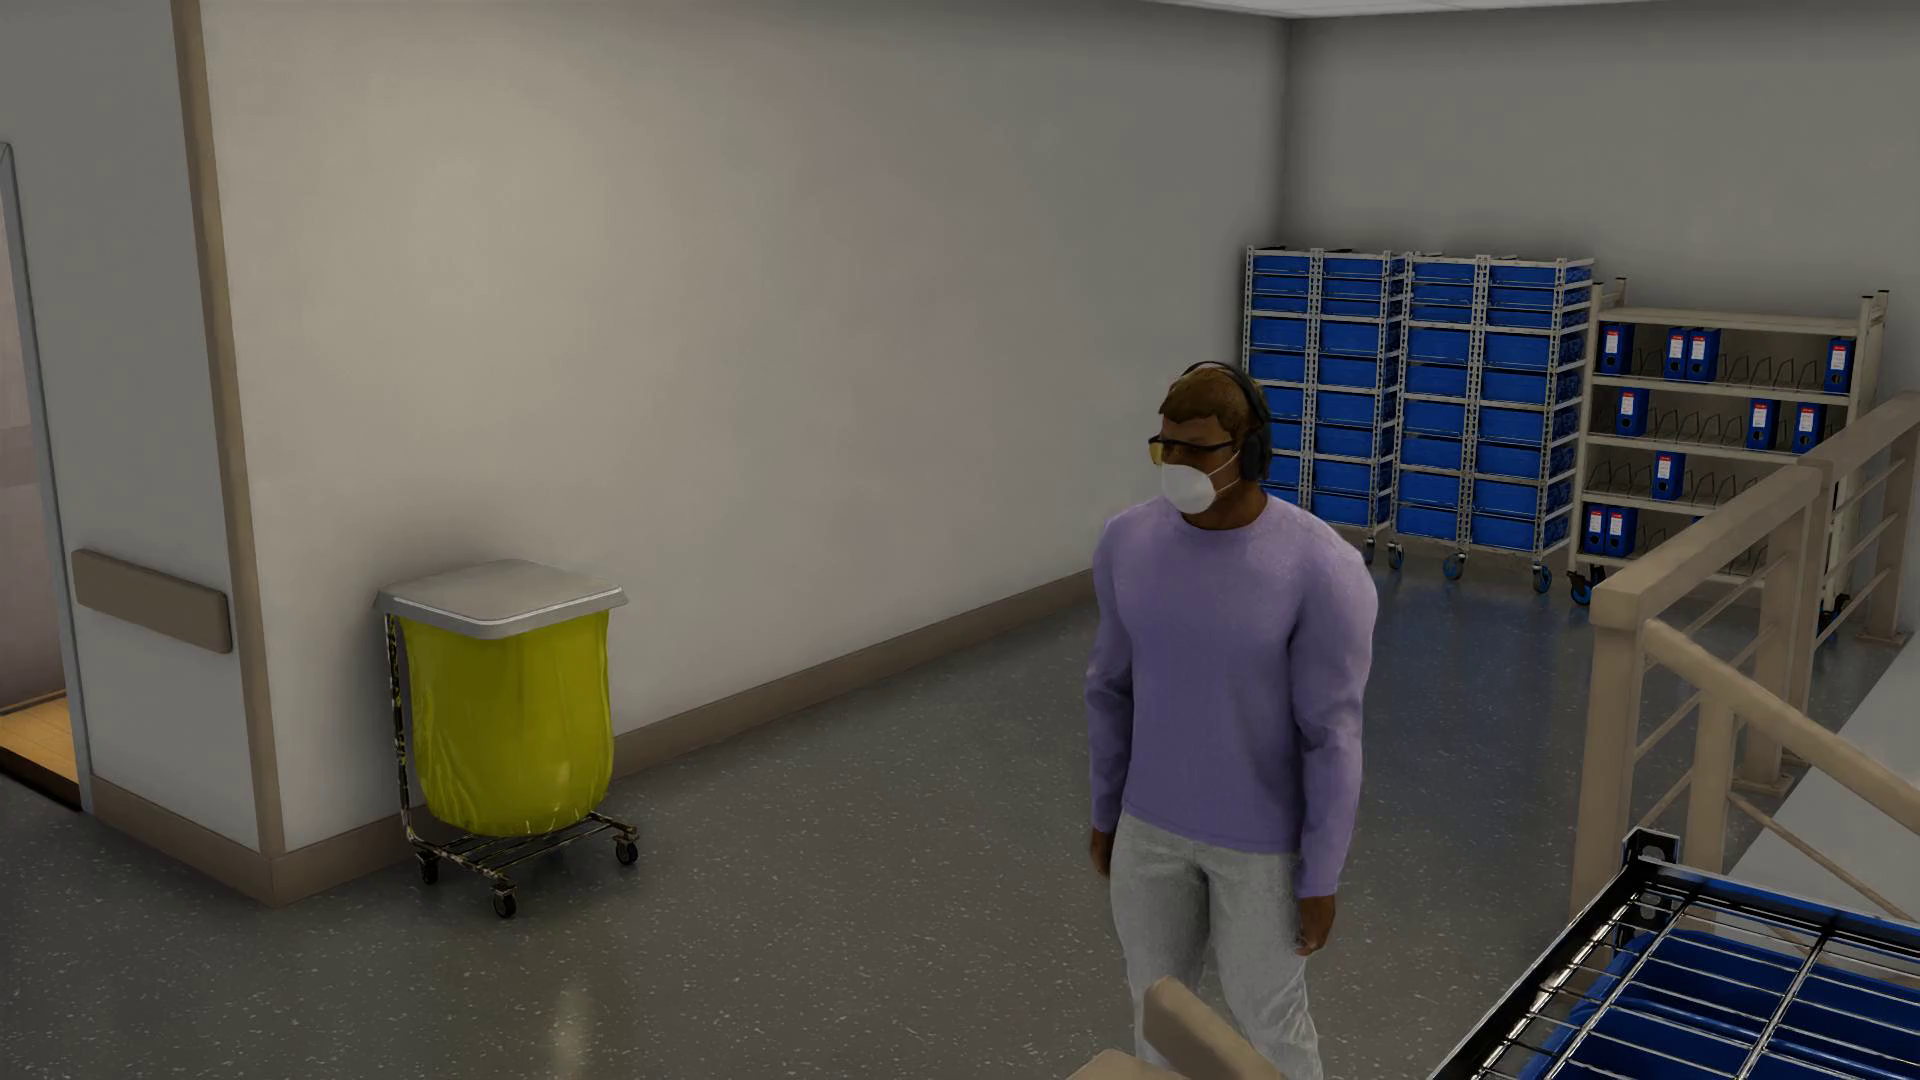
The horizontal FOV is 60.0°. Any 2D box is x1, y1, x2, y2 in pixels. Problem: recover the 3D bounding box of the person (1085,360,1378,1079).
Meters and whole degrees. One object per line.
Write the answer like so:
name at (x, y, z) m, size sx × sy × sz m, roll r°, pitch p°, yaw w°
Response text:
person at (0.519, 0.593, 3.391) m, size 0.631 × 1.930 × 0.369 m, roll 11°, pitch 17°, yaw 39°
